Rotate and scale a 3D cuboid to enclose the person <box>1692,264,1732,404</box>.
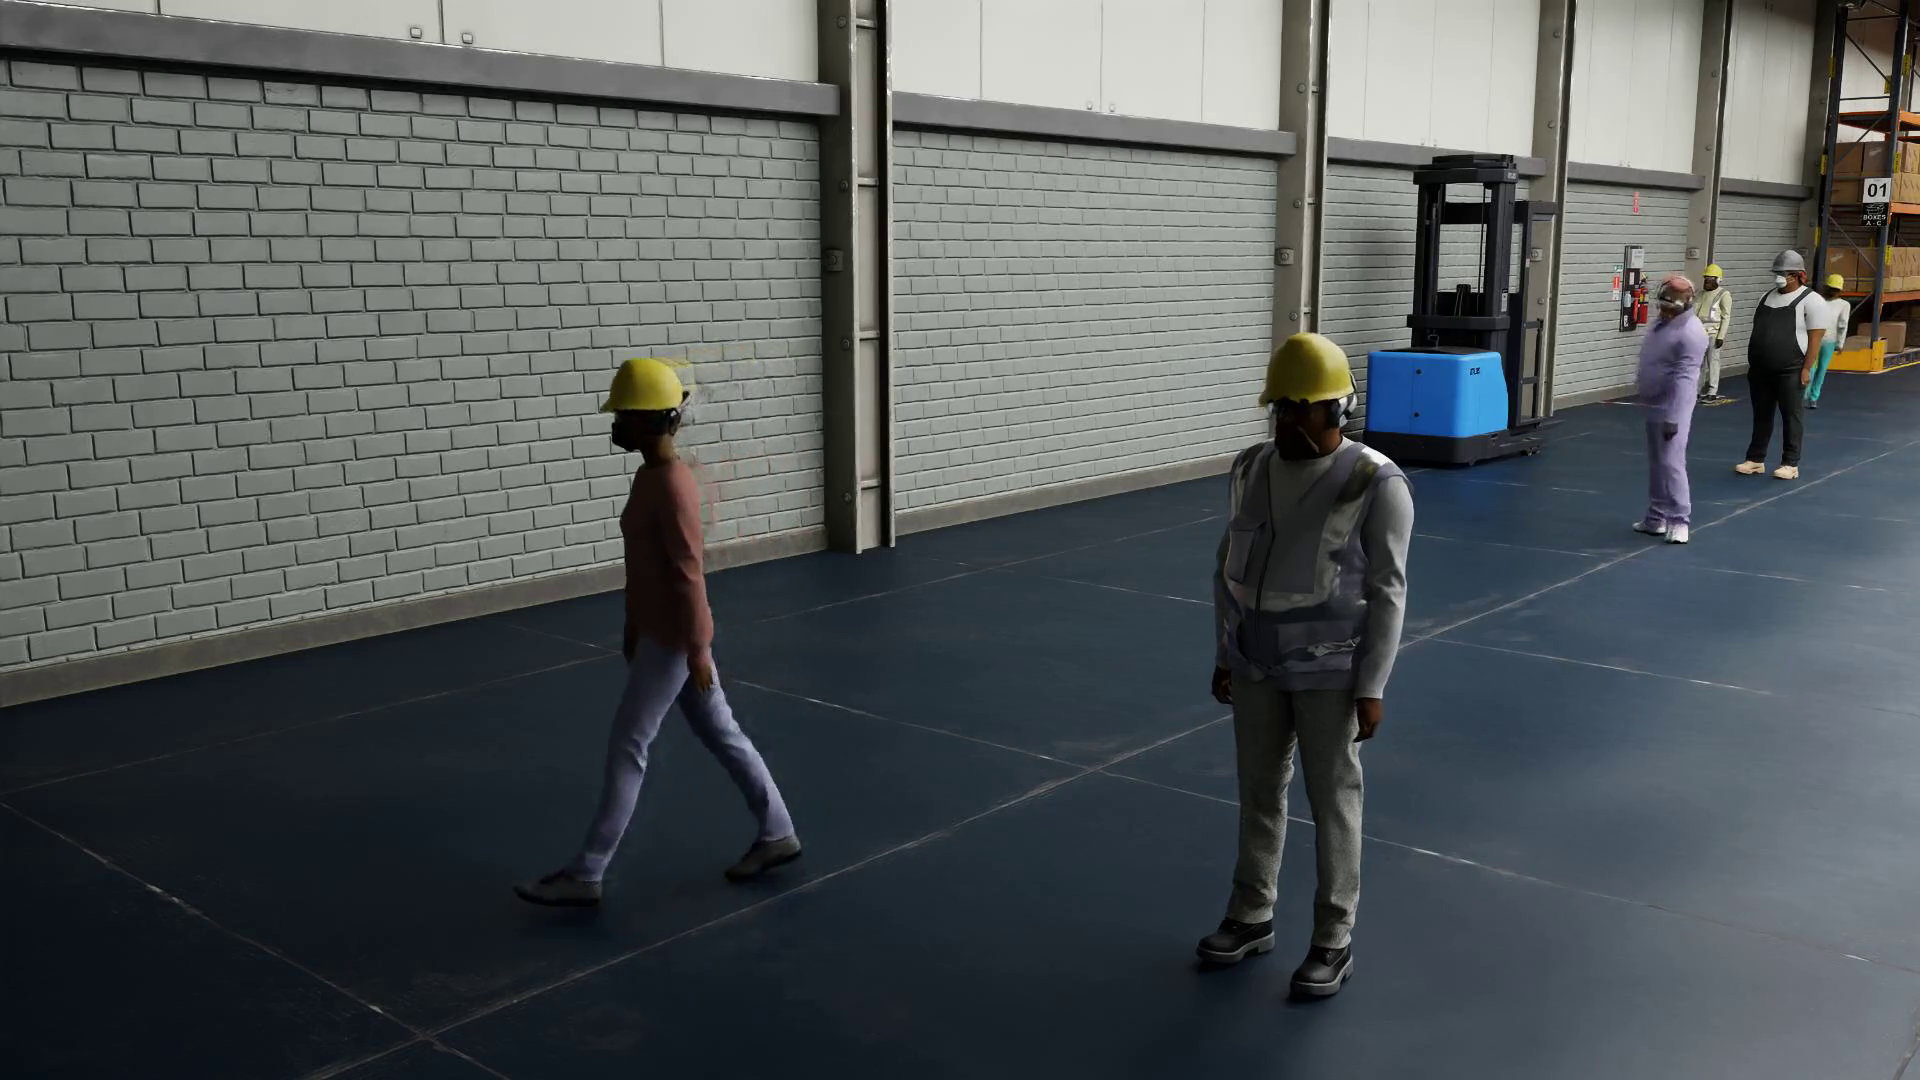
[{"bbox_3d":[9.978,-2.755,22.227,0.404,1.837,0.590,-4,11,-24],"label":"person"}]

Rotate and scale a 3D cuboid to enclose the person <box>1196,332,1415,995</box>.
[{"bbox_3d":[0.938,0.338,4.642,0.587,1.828,0.404,10,14,43],"label":"person"}]

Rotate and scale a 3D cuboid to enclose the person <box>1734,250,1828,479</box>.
[{"bbox_3d":[7.372,-1.566,14.996,0.538,2.000,0.683,-5,11,-28],"label":"person"}]

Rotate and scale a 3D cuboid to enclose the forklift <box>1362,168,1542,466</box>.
[{"bbox_3d":[4.875,-2.212,16.287,1.129,2.768,1.873,8,13,40],"label":"forklift"}]

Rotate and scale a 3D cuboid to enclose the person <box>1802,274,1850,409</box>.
[{"bbox_3d":[11.016,-2.521,21.217,0.528,1.715,0.655,4,11,21],"label":"person"}]

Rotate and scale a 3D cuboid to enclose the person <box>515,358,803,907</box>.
[{"bbox_3d":[-0.928,0.287,5.241,0.928,1.721,0.538,-3,10,-16],"label":"person"}]

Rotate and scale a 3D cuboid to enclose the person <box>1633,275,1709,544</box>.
[{"bbox_3d":[4.976,-0.934,11.783,0.396,1.873,0.753,0,10,2],"label":"person"}]
